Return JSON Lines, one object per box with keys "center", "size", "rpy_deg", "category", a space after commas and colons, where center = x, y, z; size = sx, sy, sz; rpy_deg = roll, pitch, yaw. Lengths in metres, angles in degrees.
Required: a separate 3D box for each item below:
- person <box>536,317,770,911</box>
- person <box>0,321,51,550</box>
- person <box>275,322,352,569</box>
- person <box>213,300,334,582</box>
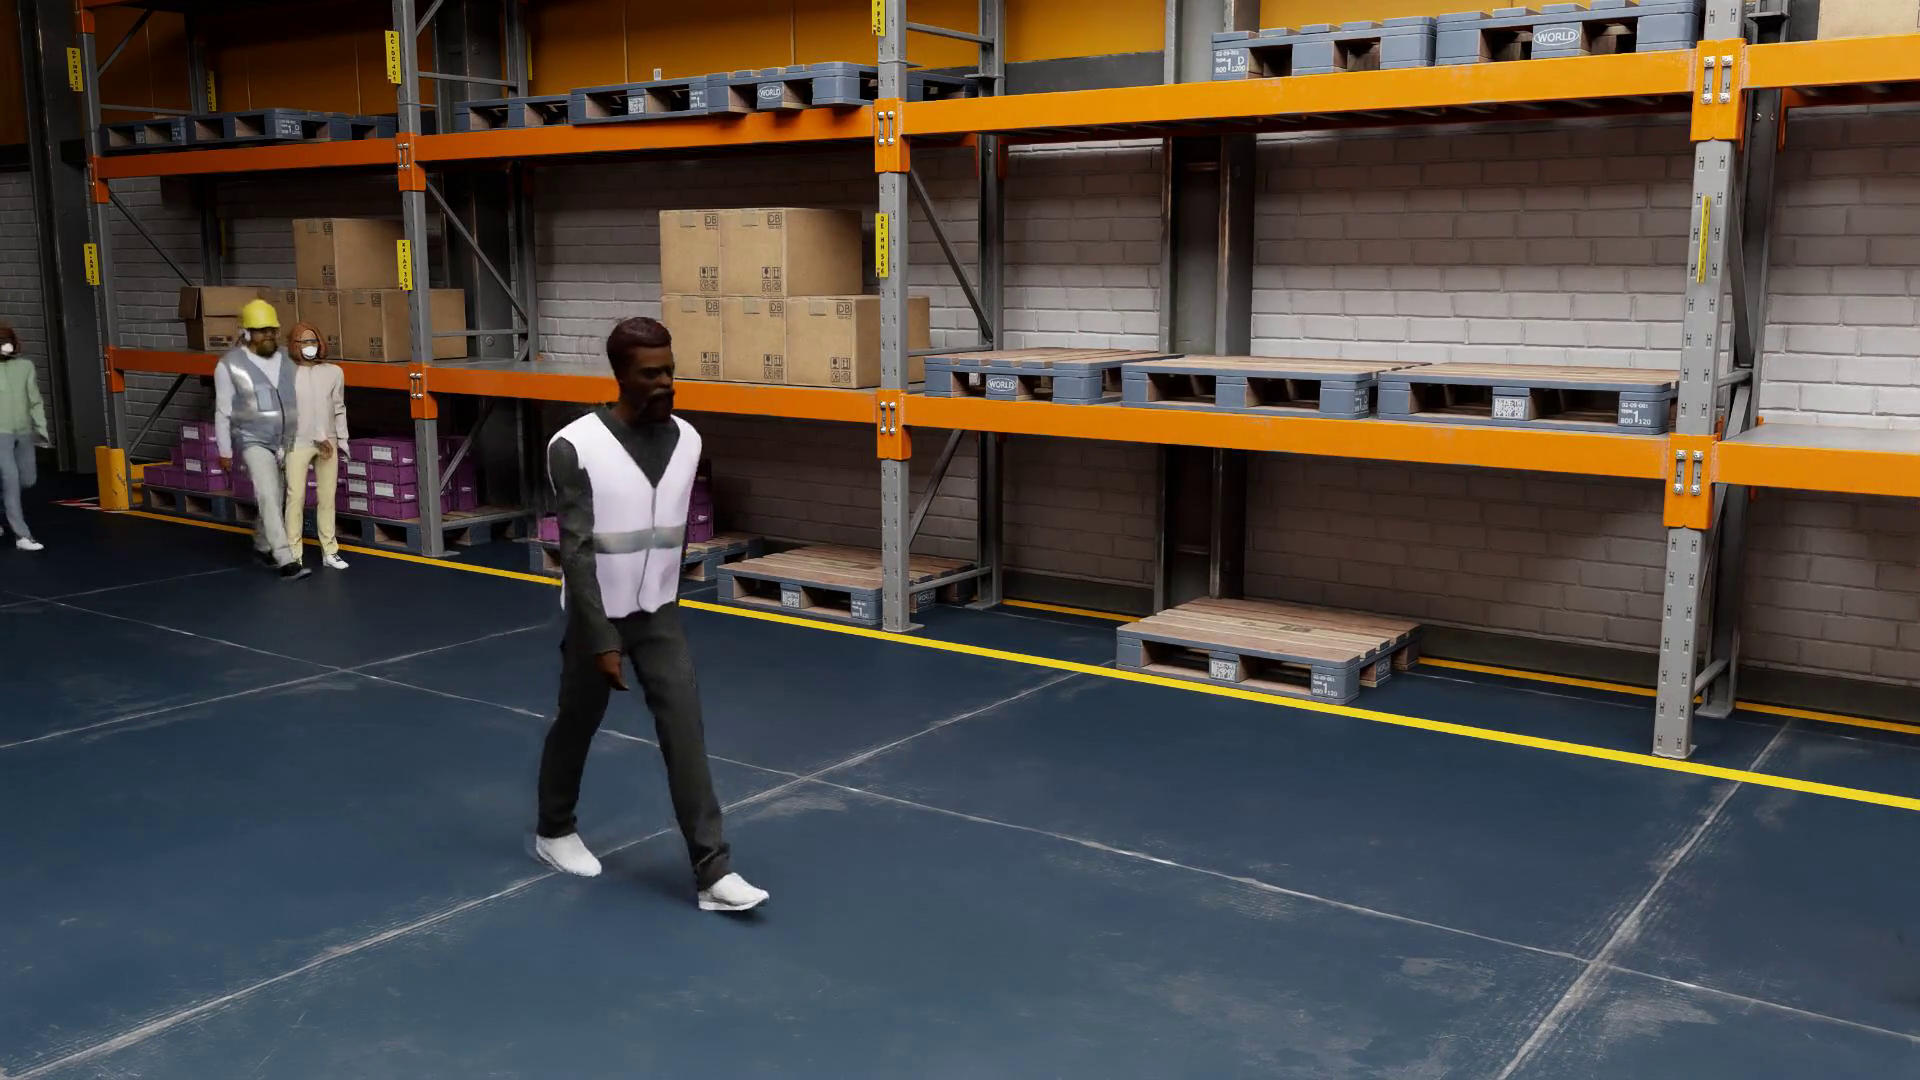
{"center": [-1.043, 0.229, 5.239], "size": [1.038, 1.856, 0.573], "rpy_deg": [8, 13, 41], "category": "person"}
{"center": [-6.745, -0.741, 11.718], "size": [0.649, 1.612, 0.514], "rpy_deg": [4, 11, 25], "category": "person"}
{"center": [-4.217, -0.600, 10.820], "size": [0.507, 1.632, 0.267], "rpy_deg": [-9, 13, -43], "category": "person"}
{"center": [-4.432, -0.643, 10.673], "size": [0.960, 1.784, 0.586], "rpy_deg": [8, 12, 38], "category": "person"}
